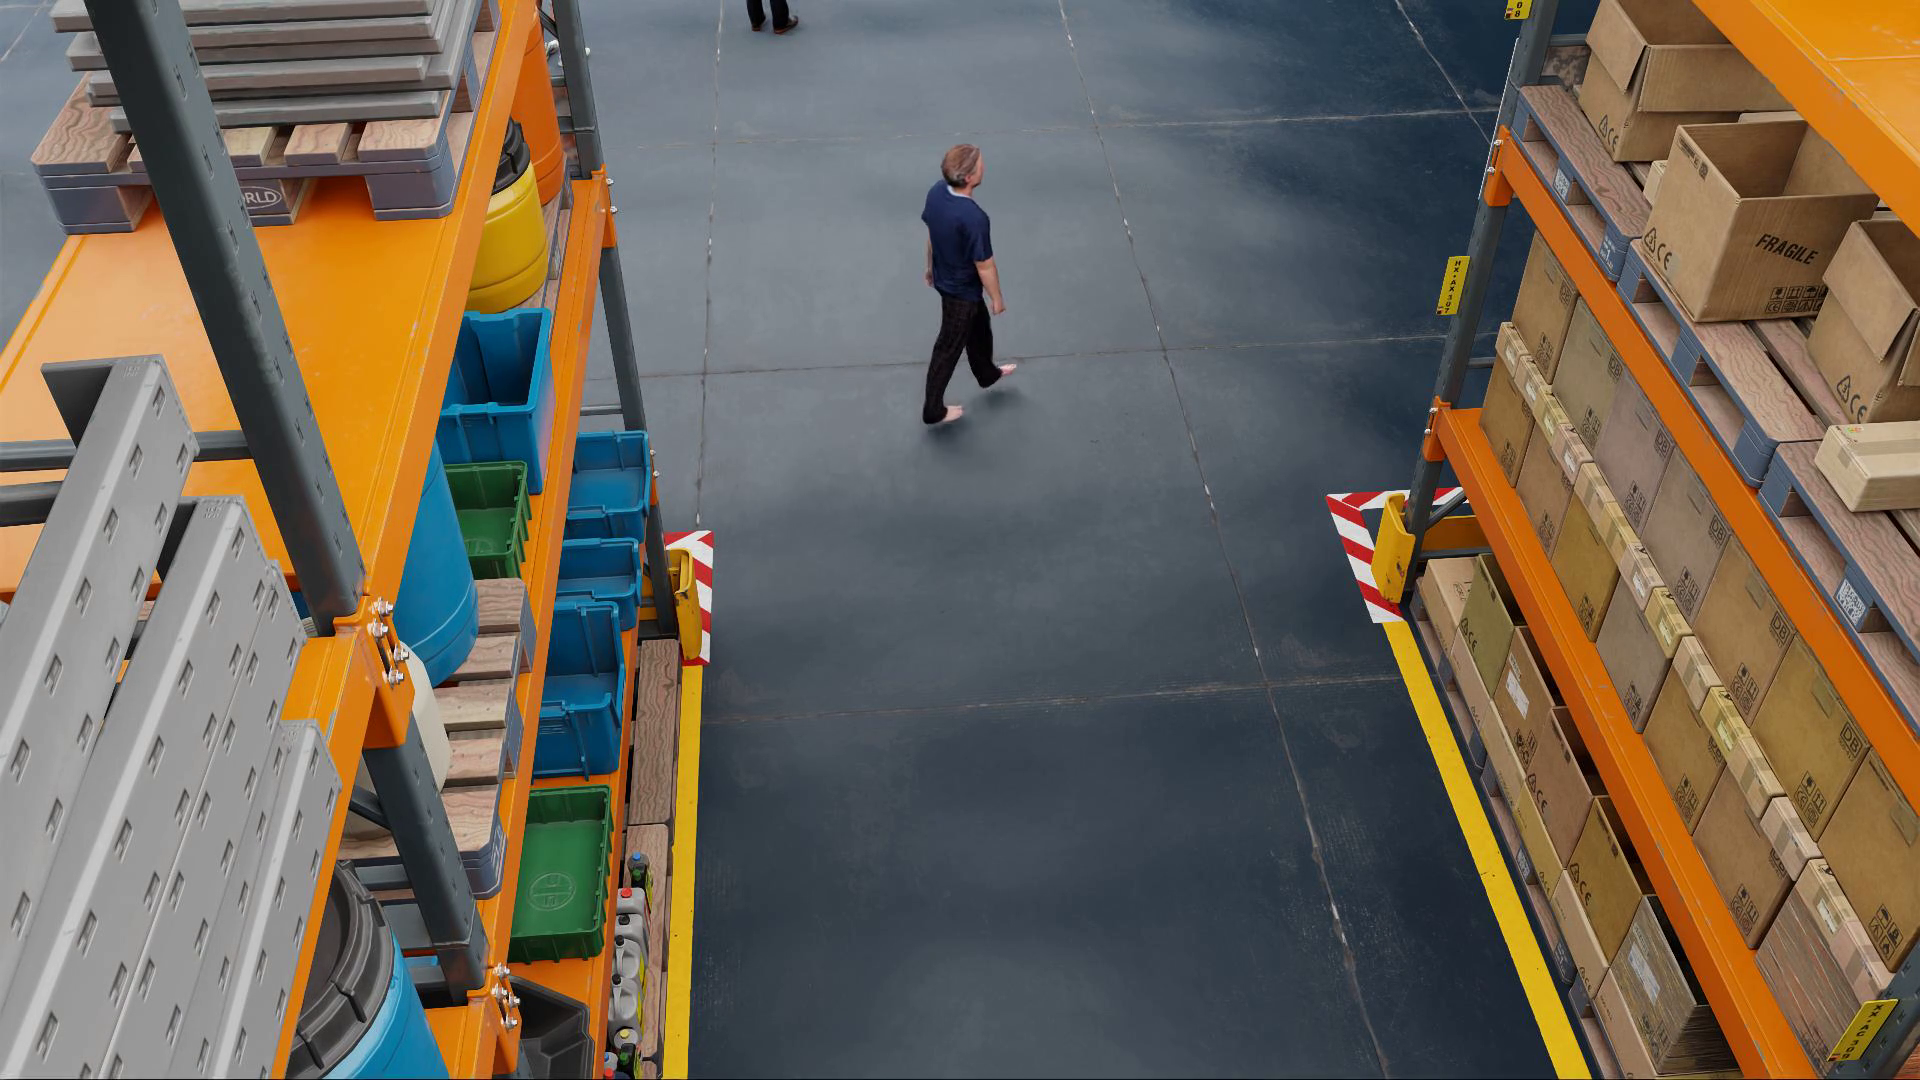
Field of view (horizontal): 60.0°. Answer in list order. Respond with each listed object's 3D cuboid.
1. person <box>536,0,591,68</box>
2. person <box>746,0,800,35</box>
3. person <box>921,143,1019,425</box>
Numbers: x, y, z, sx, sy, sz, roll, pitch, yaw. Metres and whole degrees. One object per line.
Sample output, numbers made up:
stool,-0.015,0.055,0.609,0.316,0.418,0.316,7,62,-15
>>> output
person,-3.384,-4.725,13.347,0.767,1.856,0.768,19,45,19
person,-1.665,-5.135,13.826,0.734,1.820,0.720,15,44,15
person,-0.088,-1.443,9.744,0.985,1.843,1.041,-21,46,-21
